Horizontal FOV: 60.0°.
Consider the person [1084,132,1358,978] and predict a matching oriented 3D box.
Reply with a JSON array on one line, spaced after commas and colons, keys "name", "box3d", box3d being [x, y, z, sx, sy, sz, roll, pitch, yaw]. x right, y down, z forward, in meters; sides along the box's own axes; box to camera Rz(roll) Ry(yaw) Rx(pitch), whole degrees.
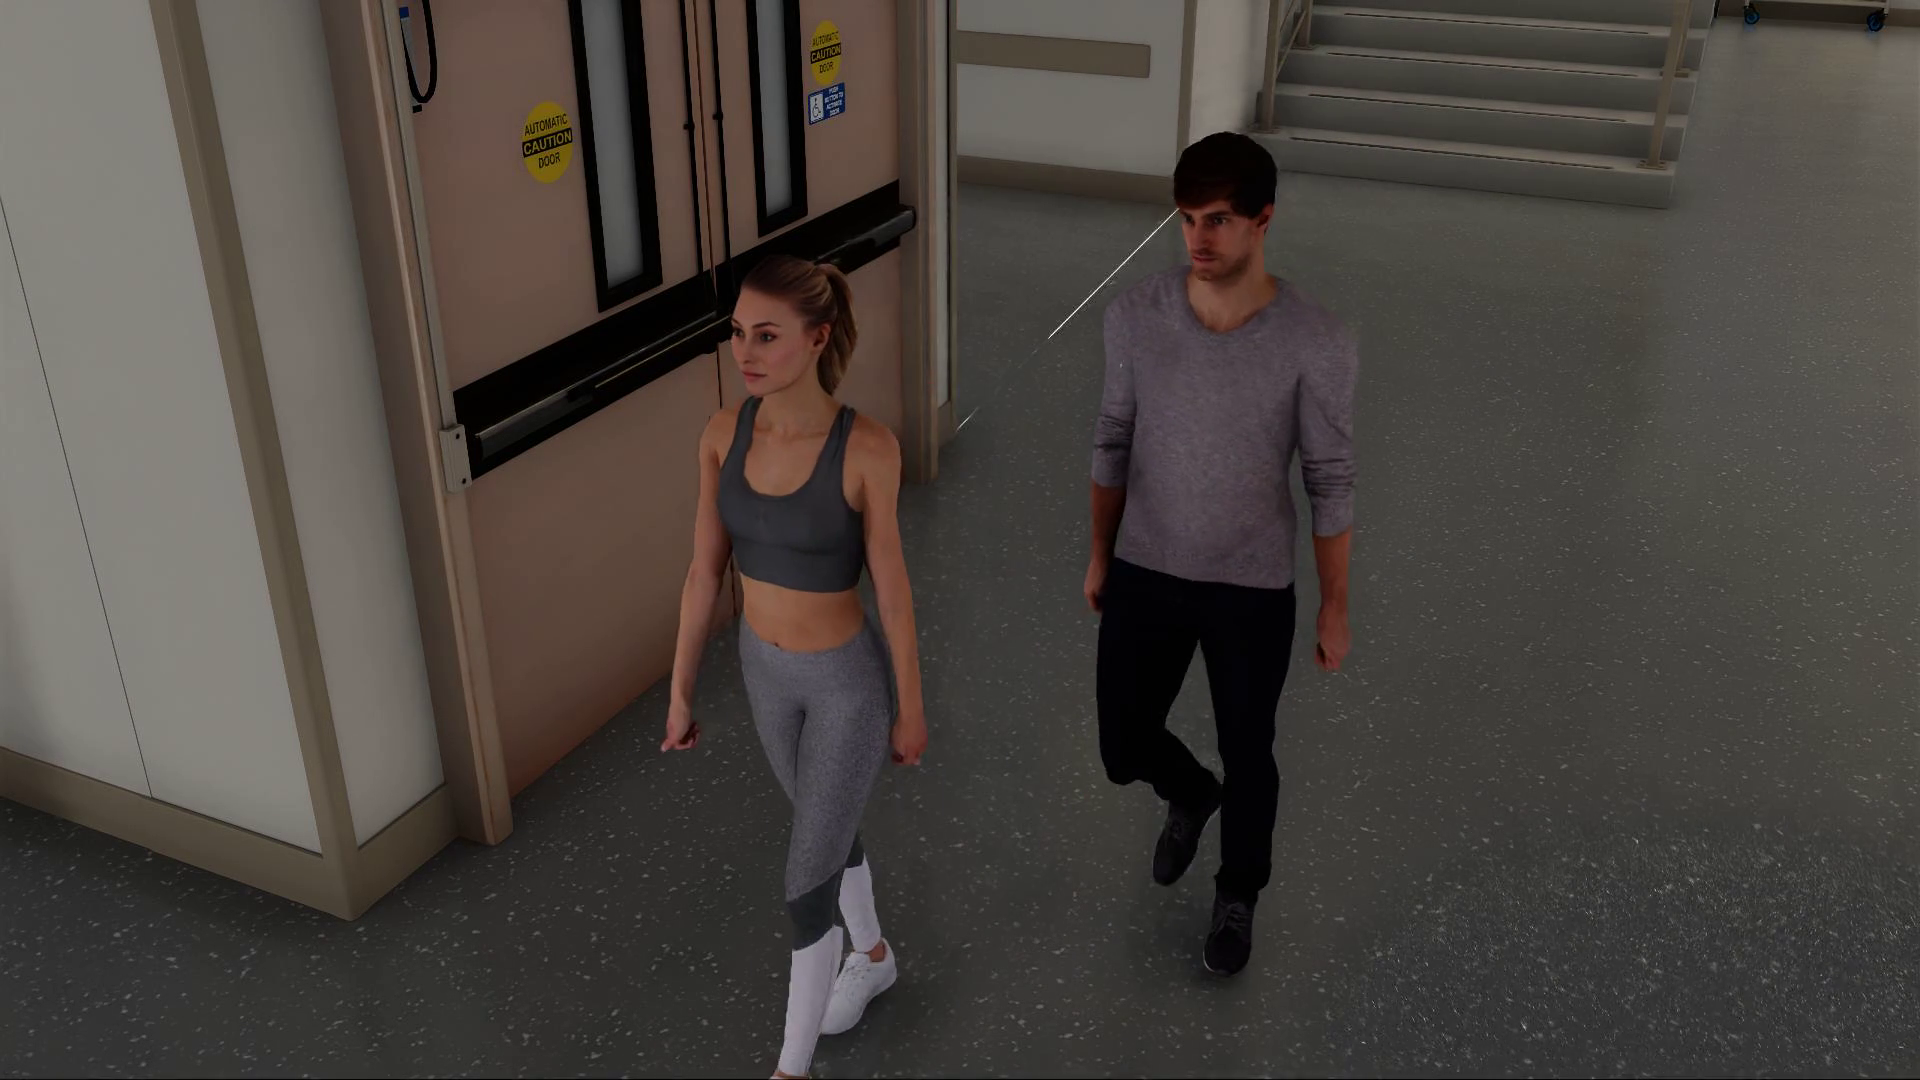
[{"name": "person", "box3d": [0.537, 0.045, 3.507, 0.723, 1.828, 0.677, 9, 27, 19]}]

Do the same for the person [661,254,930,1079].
[{"name": "person", "box3d": [-0.232, 0.265, 3.219, 0.646, 1.682, 0.927, 14, 29, 26]}]
